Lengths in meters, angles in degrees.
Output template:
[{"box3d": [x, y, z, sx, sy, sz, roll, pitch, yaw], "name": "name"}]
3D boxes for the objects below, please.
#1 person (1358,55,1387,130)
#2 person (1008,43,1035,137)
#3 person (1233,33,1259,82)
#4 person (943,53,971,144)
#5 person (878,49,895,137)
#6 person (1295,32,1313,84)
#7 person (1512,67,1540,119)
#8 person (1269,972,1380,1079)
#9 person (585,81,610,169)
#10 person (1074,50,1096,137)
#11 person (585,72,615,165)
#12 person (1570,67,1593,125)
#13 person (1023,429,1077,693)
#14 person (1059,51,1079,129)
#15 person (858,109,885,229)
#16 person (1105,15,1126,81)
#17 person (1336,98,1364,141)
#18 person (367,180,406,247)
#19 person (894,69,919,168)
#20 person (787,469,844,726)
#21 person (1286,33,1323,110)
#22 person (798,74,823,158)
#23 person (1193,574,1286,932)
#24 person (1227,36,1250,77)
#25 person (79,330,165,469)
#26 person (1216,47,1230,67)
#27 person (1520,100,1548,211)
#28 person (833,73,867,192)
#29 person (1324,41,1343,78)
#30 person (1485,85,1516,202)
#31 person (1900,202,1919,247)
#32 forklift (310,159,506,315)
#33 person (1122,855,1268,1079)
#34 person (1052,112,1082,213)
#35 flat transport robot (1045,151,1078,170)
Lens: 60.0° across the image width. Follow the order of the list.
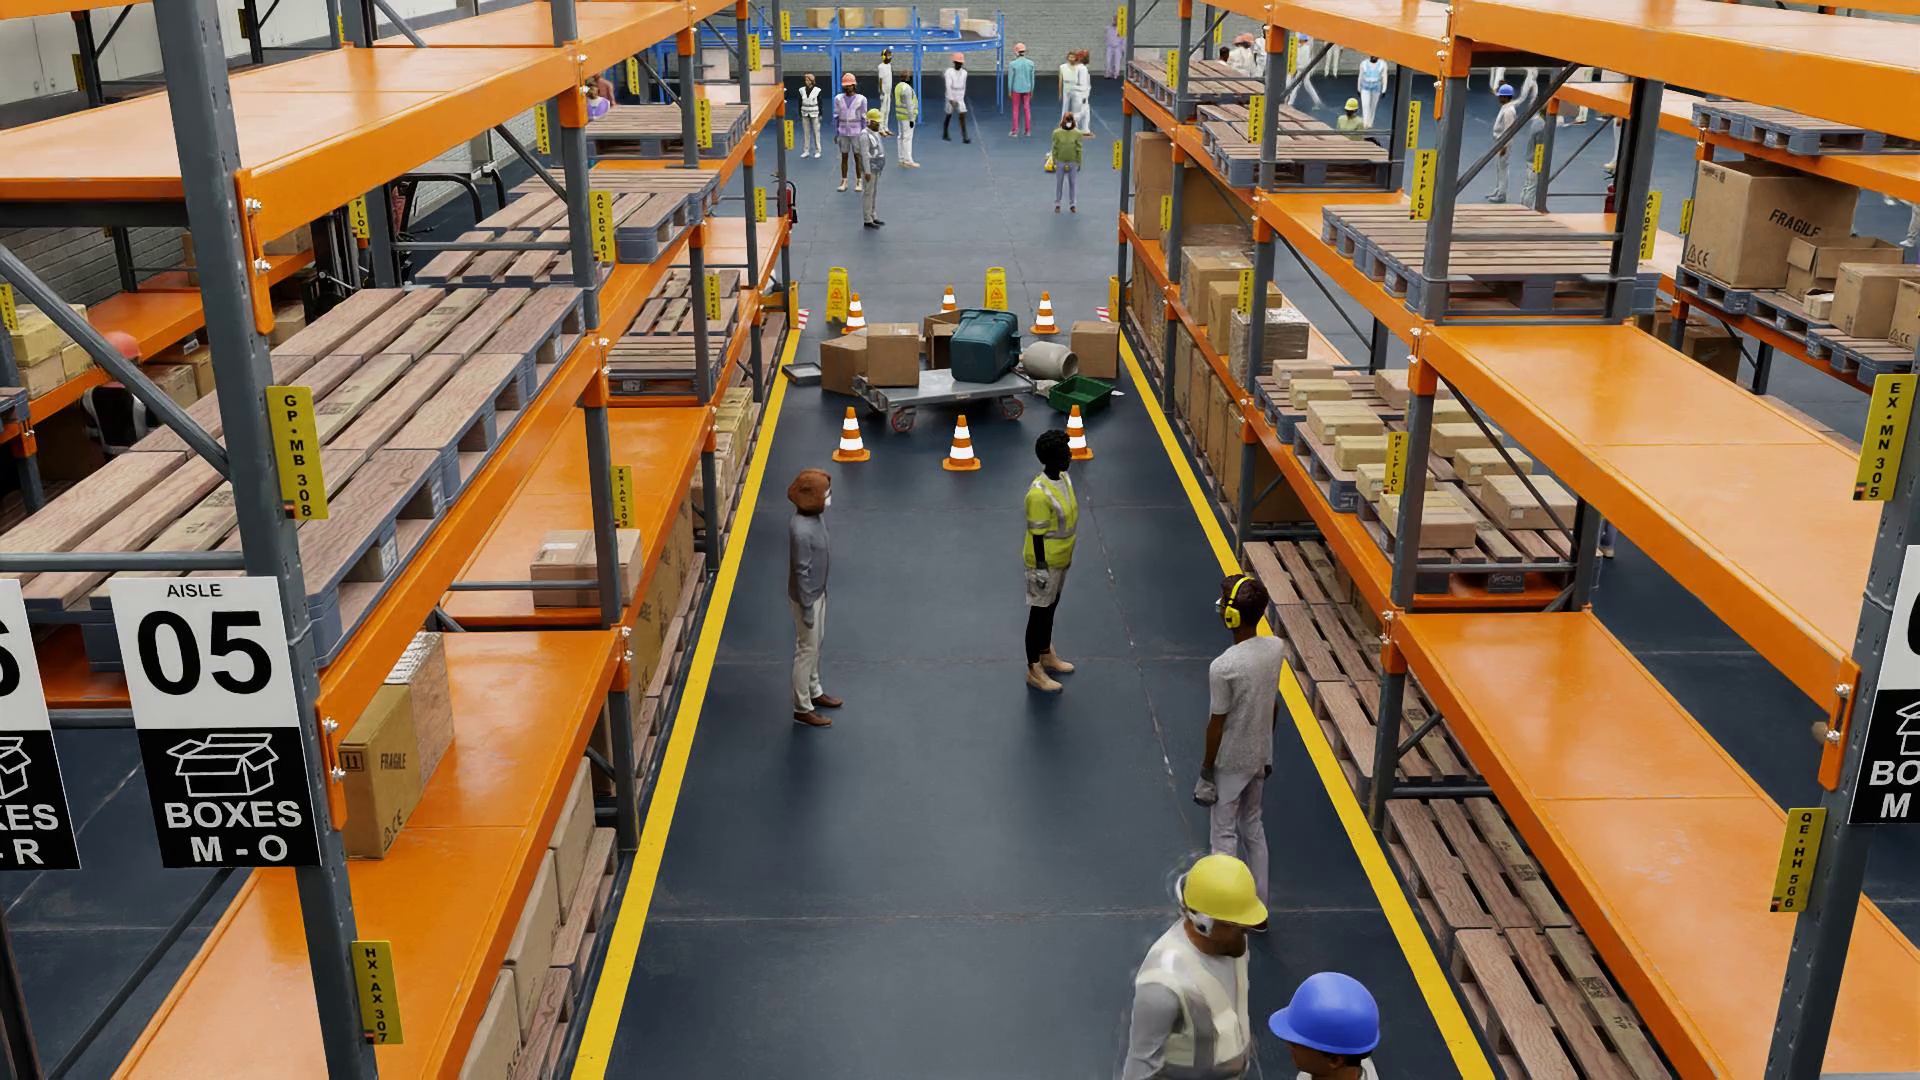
[{"box3d": [9.335, -10.211, 37.699, 0.633, 1.792, 0.989, 5, 21, 12], "name": "person"}, {"box3d": [1.340, -9.897, 36.593, 0.617, 1.985, 0.401, -7, 22, -19], "name": "person"}, {"box3d": [6.806, -11.100, 39.794, 1.080, 1.968, 0.651, 15, 26, 35], "name": "person"}, {"box3d": [-0.088, -9.458, 35.595, 0.540, 1.884, 1.040, -9, 23, -23], "name": "person"}, {"box3d": [-1.621, -9.830, 36.575, 0.317, 1.870, 0.523, 9, 22, 22], "name": "person"}, {"box3d": [9.830, -14.027, 47.650, 0.583, 1.881, 0.338, -7, 22, -18], "name": "person"}, {"box3d": [13.550, -10.912, 39.653, 0.839, 1.709, 0.484, 18, 27, 40], "name": "person"}, {"box3d": [1.055, 2.112, 4.899, 0.389, 1.949, 0.602, 2, 21, 5], "name": "person"}, {"box3d": [-6.562, -7.331, 30.010, 0.565, 1.840, 0.390, -3, 21, -7], "name": "person"}, {"box3d": [2.630, -9.719, 36.285, 0.677, 1.866, 0.595, 0, 21, 1], "name": "person"}, {"box3d": [-7.049, -8.229, 32.220, 0.621, 1.957, 0.897, 10, 23, 25], "name": "person"}, {"box3d": [14.495, -10.492, 38.668, 0.507, 1.623, 0.295, -17, 27, -38], "name": "person"}, {"box3d": [0.572, 0.116, 10.525, 0.318, 1.697, 0.533, 8, 22, 19], "name": "person"}, {"box3d": [2.452, -9.808, 36.554, 0.564, 1.841, 0.389, -2, 21, -6], "name": "person"}, {"box3d": [-1.363, -5.802, 25.992, 0.403, 1.824, 0.586, 5, 21, 14], "name": "person"}, {"box3d": [4.543, -14.370, 48.575, 0.664, 1.870, 0.538, 7, 22, 19], "name": "person"}, {"box3d": [6.706, -6.697, 28.481, 0.648, 1.733, 0.542, -19, 28, -40], "name": "person"}, {"box3d": [-7.126, -3.797, 20.572, 0.641, 1.913, 0.408, 9, 22, 22], "name": "person"}, {"box3d": [-1.026, -8.156, 32.190, 0.429, 1.844, 0.623, -9, 22, -22], "name": "person"}, {"box3d": [-0.889, 0.340, 10.037, 0.295, 1.623, 0.507, 2, 21, 5], "name": "person"}, {"box3d": [8.609, -11.658, 41.379, 1.005, 1.908, 0.616, -1, 21, -3], "name": "person"}, {"box3d": [-3.005, -8.524, 33.443, 0.524, 1.639, 0.306, 7, 22, 17], "name": "person"}, {"box3d": [1.303, 1.047, 7.846, 0.503, 1.861, 0.329, -19, 28, -41], "name": "person"}, {"box3d": [6.669, -11.117, 39.935, 0.560, 1.906, 0.859, 4, 21, 9], "name": "person"}, {"box3d": [-5.690, -0.470, 11.620, 0.628, 2.019, 0.653, 2, 21, 5], "name": "person"}, {"box3d": [5.738, -9.926, 36.783, 0.403, 1.908, 0.599, -5, 21, -13], "name": "person"}, {"box3d": [9.093, -5.934, 26.203, 0.379, 1.931, 0.625, 3, 21, 7], "name": "person"}, {"box3d": [-1.933, -7.165, 29.288, 0.607, 2.044, 0.375, 4, 21, 10], "name": "person"}, {"box3d": [11.103, -14.623, 49.412, 0.562, 1.746, 0.339, 3, 21, 8], "name": "person"}, {"box3d": [9.245, -6.761, 28.353, 0.405, 1.946, 0.609, 4, 21, 10], "name": "person"}, {"box3d": [14.276, -5.200, 24.527, 0.485, 1.736, 0.321, 0, 21, 0], "name": "person"}, {"box3d": [-5.622, -2.910, 17.832, 2.313, 2.155, 1.214, -1, 21, -1], "name": "forklift"}, {"box3d": [0.759, 1.848, 5.831, 0.946, 1.790, 0.606, 13, 24, 31], "name": "person"}, {"box3d": [1.754, -6.197, 27.311, 0.502, 1.629, 0.288, 1, 21, 3], "name": "person"}, {"box3d": [2.002, -7.393, 32.356, 0.652, 0.197, 1.431, 2, 21, 5], "name": "flat transport robot"}]
